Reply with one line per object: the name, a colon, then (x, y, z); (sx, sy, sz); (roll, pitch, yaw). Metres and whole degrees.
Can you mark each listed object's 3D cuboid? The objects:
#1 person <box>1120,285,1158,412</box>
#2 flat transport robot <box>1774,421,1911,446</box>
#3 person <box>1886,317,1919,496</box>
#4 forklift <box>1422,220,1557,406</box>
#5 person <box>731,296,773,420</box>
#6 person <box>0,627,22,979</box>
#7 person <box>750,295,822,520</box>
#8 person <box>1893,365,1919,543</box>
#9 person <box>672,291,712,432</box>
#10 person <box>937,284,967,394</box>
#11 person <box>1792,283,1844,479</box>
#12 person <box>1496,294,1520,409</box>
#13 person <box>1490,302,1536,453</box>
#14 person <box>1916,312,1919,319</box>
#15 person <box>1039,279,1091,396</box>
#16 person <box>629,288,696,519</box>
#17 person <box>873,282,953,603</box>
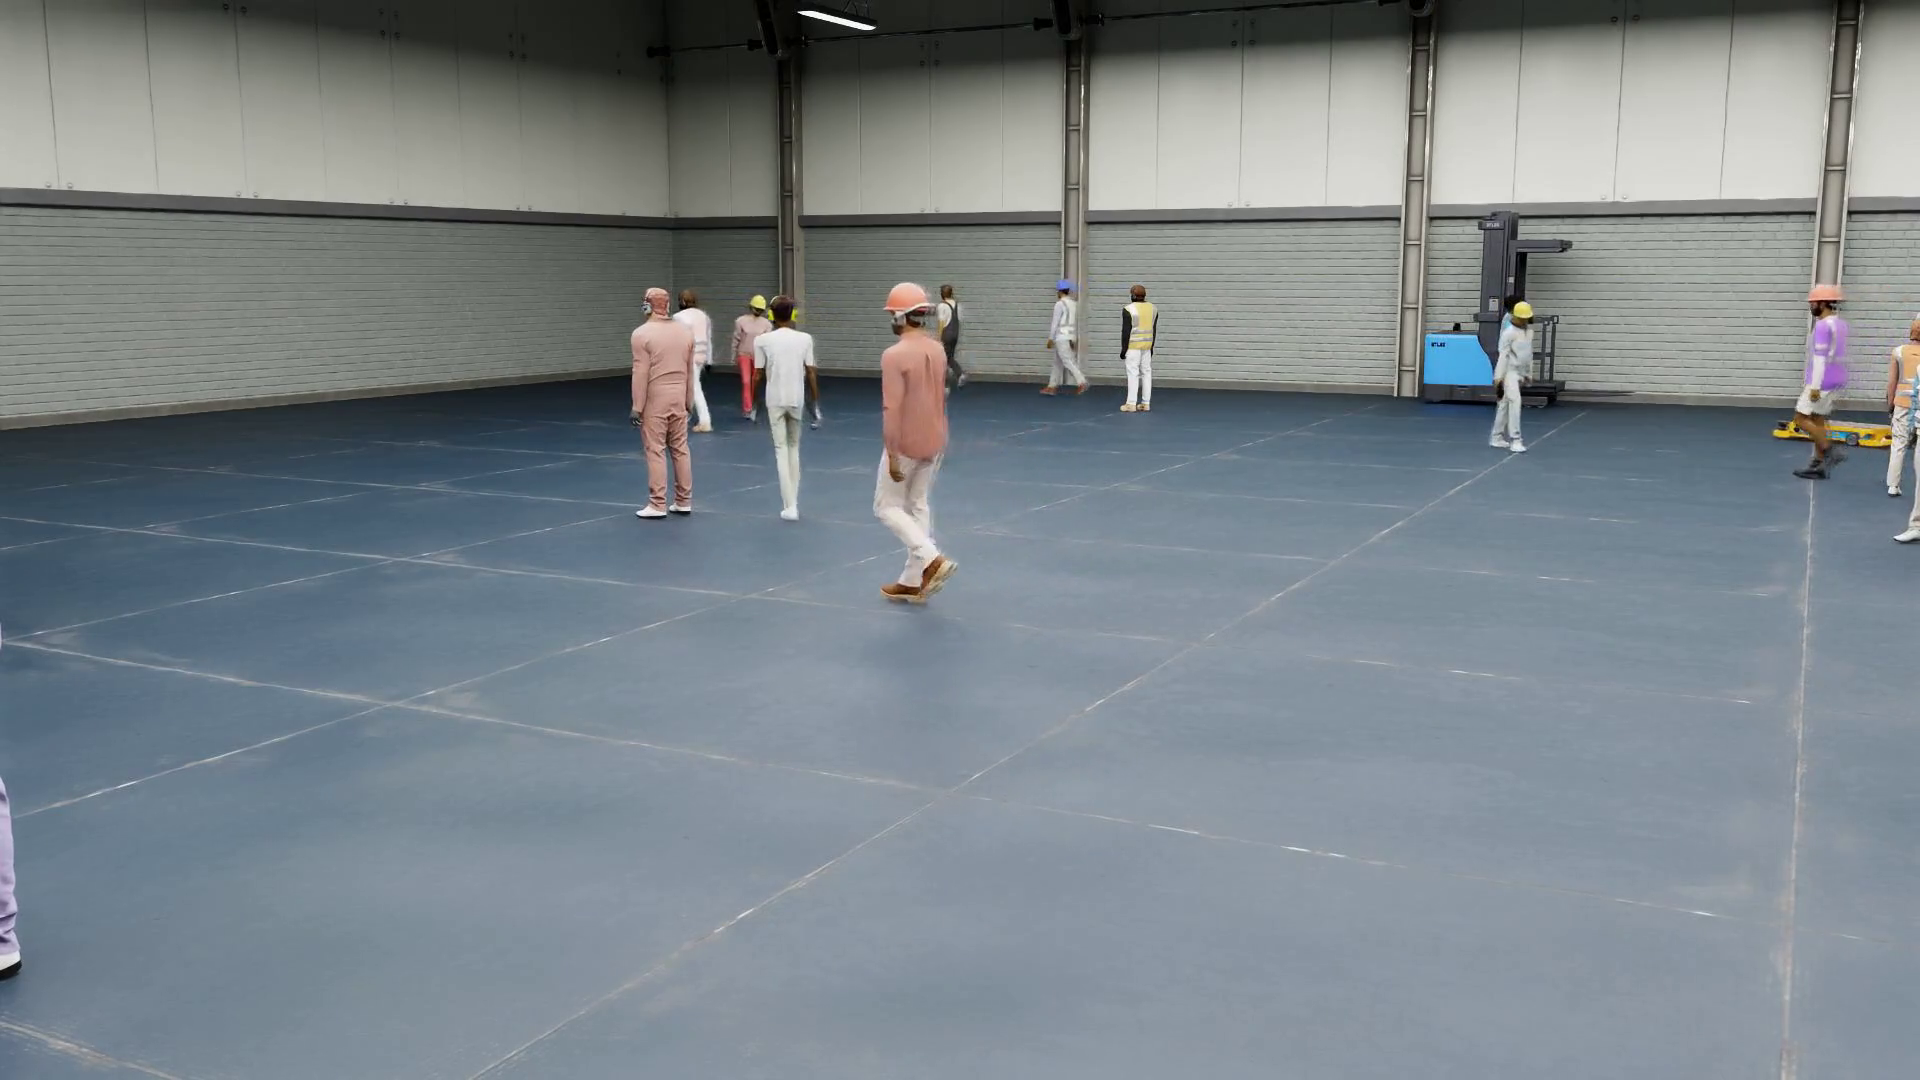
person: (2.590, -2.808, 24.352); (0.626, 1.844, 0.429); (-6, 11, -34)
flat transport robot: (10.628, -1.295, 19.976); (0.652, 0.197, 1.431); (-5, 10, -27)
person: (8.646, -1.196, 15.028); (0.310, 1.638, 0.522); (-7, 12, -38)
forklift: (8.245, -3.527, 25.720); (1.873, 2.768, 1.129); (5, 10, 27)
person: (-2.848, -2.501, 22.864); (0.551, 1.695, 0.840); (-3, 10, -19)
person: (-2.978, 0.332, 4.786); (0.407, 1.908, 0.641); (-7, 12, -38)
person: (-1.486, -1.117, 13.913); (0.554, 1.840, 0.776); (-4, 10, -22)
person: (7.307, -0.769, 12.390); (0.315, 1.641, 0.514); (-3, 10, -20)
person: (-3.509, -2.288, 21.310); (0.976, 1.788, 0.642); (6, 11, 31)
person: (-0.153, -3.365, 27.824); (0.486, 1.829, 0.535); (9, 13, 44)
person: (8.470, -1.560, 16.395); (0.418, 1.919, 0.573); (8, 12, 41)
person: (8.112, -2.774, 24.585); (0.317, 1.695, 0.540); (3, 10, 17)
person: (6.351, -1.878, 19.076); (0.560, 1.697, 0.624); (-8, 12, -40)
person: (11.693, -2.160, 20.058); (0.552, 1.934, 0.364); (-3, 10, -15)
person: (1.746, -3.322, 27.292); (0.933, 1.919, 0.598); (4, 10, 24)
person: (-2.501, -1.139, 13.859); (0.402, 1.904, 0.652); (7, 12, 39)
person: (-0.261, -0.582, 10.196); (0.532, 1.978, 0.620); (7, 12, 37)
